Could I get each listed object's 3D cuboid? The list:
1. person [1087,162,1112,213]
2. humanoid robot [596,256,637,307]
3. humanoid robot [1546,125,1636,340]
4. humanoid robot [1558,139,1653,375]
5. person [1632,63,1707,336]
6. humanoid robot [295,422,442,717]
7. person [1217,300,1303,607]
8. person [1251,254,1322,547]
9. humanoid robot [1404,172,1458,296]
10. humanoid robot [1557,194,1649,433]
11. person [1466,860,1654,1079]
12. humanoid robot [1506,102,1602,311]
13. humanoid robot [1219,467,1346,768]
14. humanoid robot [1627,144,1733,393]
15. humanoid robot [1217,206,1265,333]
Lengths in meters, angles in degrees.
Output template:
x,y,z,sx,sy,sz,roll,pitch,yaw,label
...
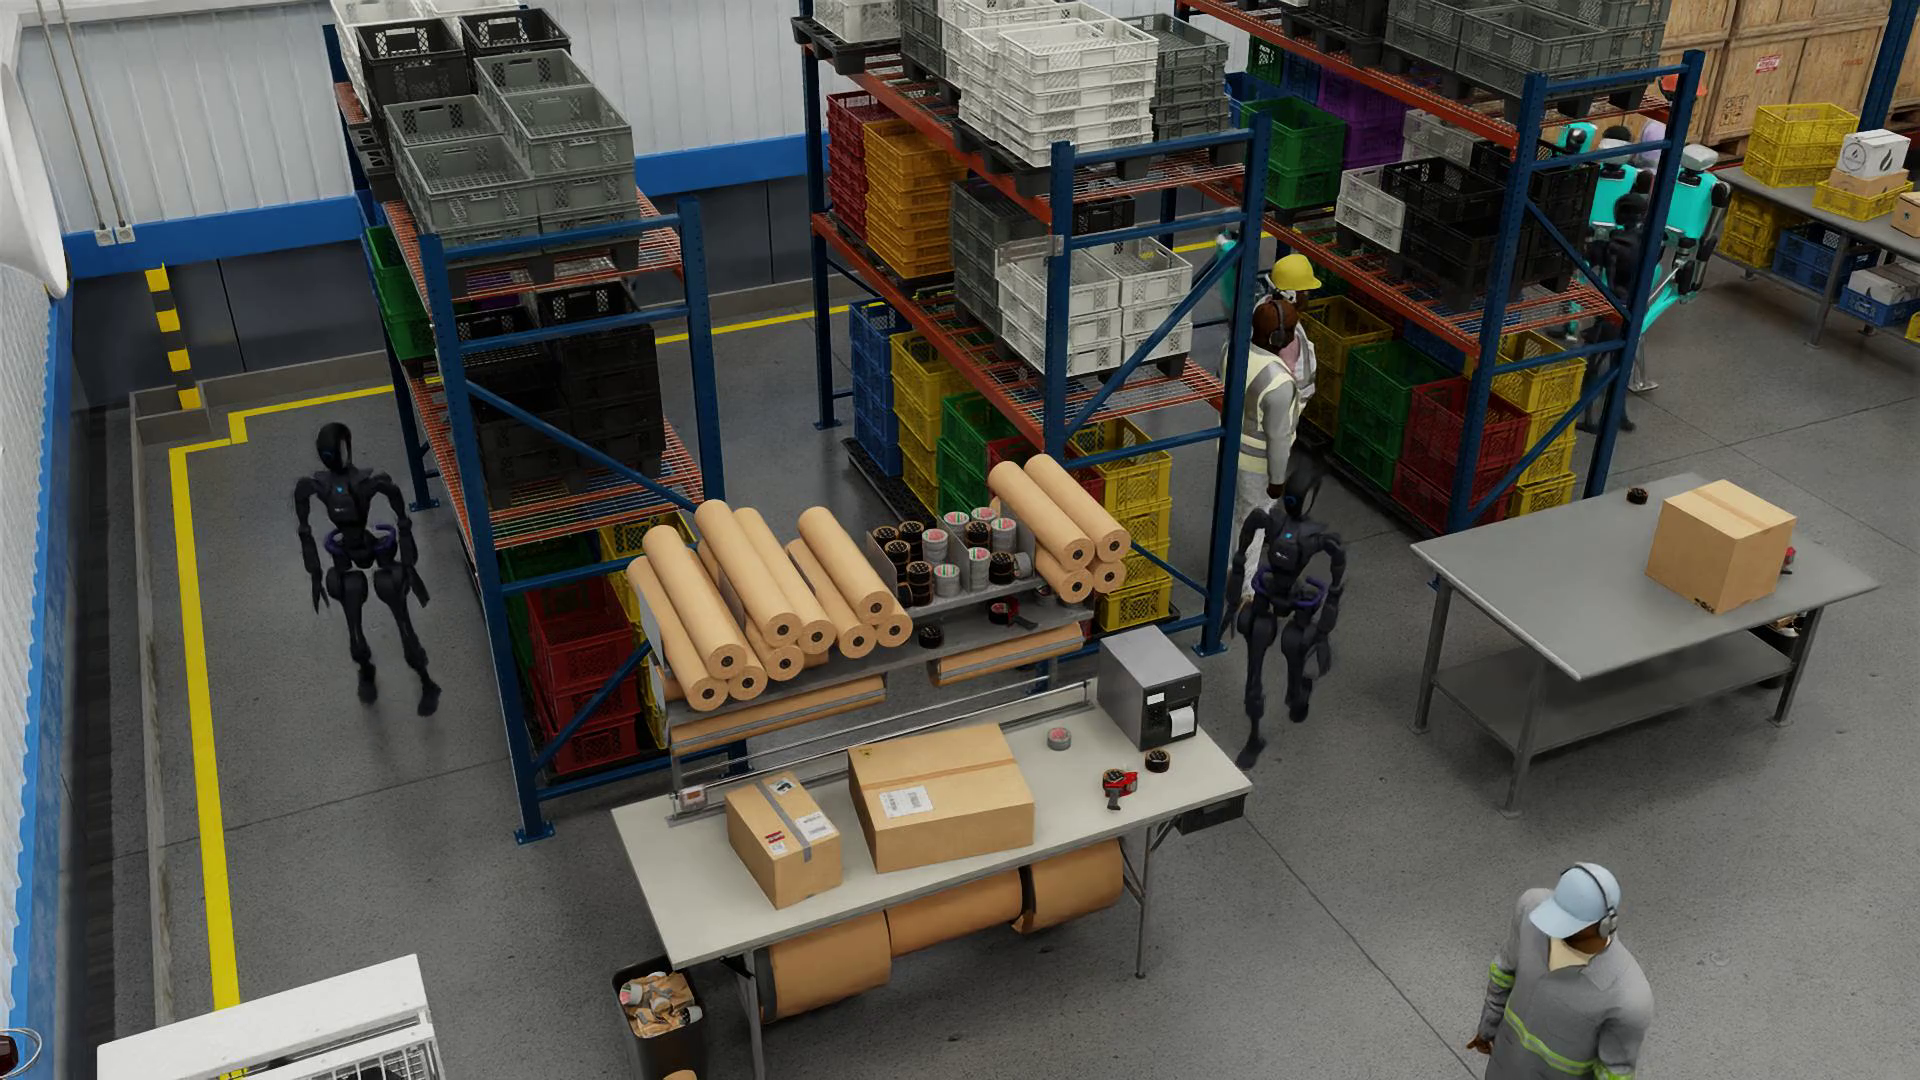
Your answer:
x,y,z,sx,sy,sz,roll,pitch,yaw,label
0.979,-2.912,13.162,0.357,1.881,0.573,-26,40,-35,person
-2.602,-1.824,11.576,0.537,1.776,1.001,-19,36,-28,humanoid robot
4.739,-2.220,12.246,0.612,1.645,0.459,-18,36,-27,humanoid robot
4.394,-1.820,11.544,0.552,1.812,0.731,11,33,17,humanoid robot
5.165,-2.532,12.393,0.389,2.044,0.606,17,36,26,person
-3.009,0.132,8.432,0.589,1.637,0.441,-3,32,-5,humanoid robot
1.650,-0.480,9.263,0.431,1.836,0.617,-11,33,-18,person
1.877,-0.821,9.811,0.404,1.830,0.599,-3,32,-4,person
3.422,-2.032,11.970,0.625,1.616,0.783,-22,38,-32,humanoid robot
4.382,-1.483,11.054,0.509,1.642,0.615,24,39,34,humanoid robot
1.935,1.780,5.572,0.388,1.850,0.587,-14,34,-22,person
4.342,-2.496,12.732,0.793,1.870,0.528,15,35,23,humanoid robot
1.582,0.329,8.100,0.583,1.632,0.571,16,35,24,humanoid robot
4.771,-1.832,11.452,0.747,1.696,0.531,-20,37,-29,humanoid robot
2.004,-1.294,10.670,0.832,1.772,0.626,0,32,0,humanoid robot
